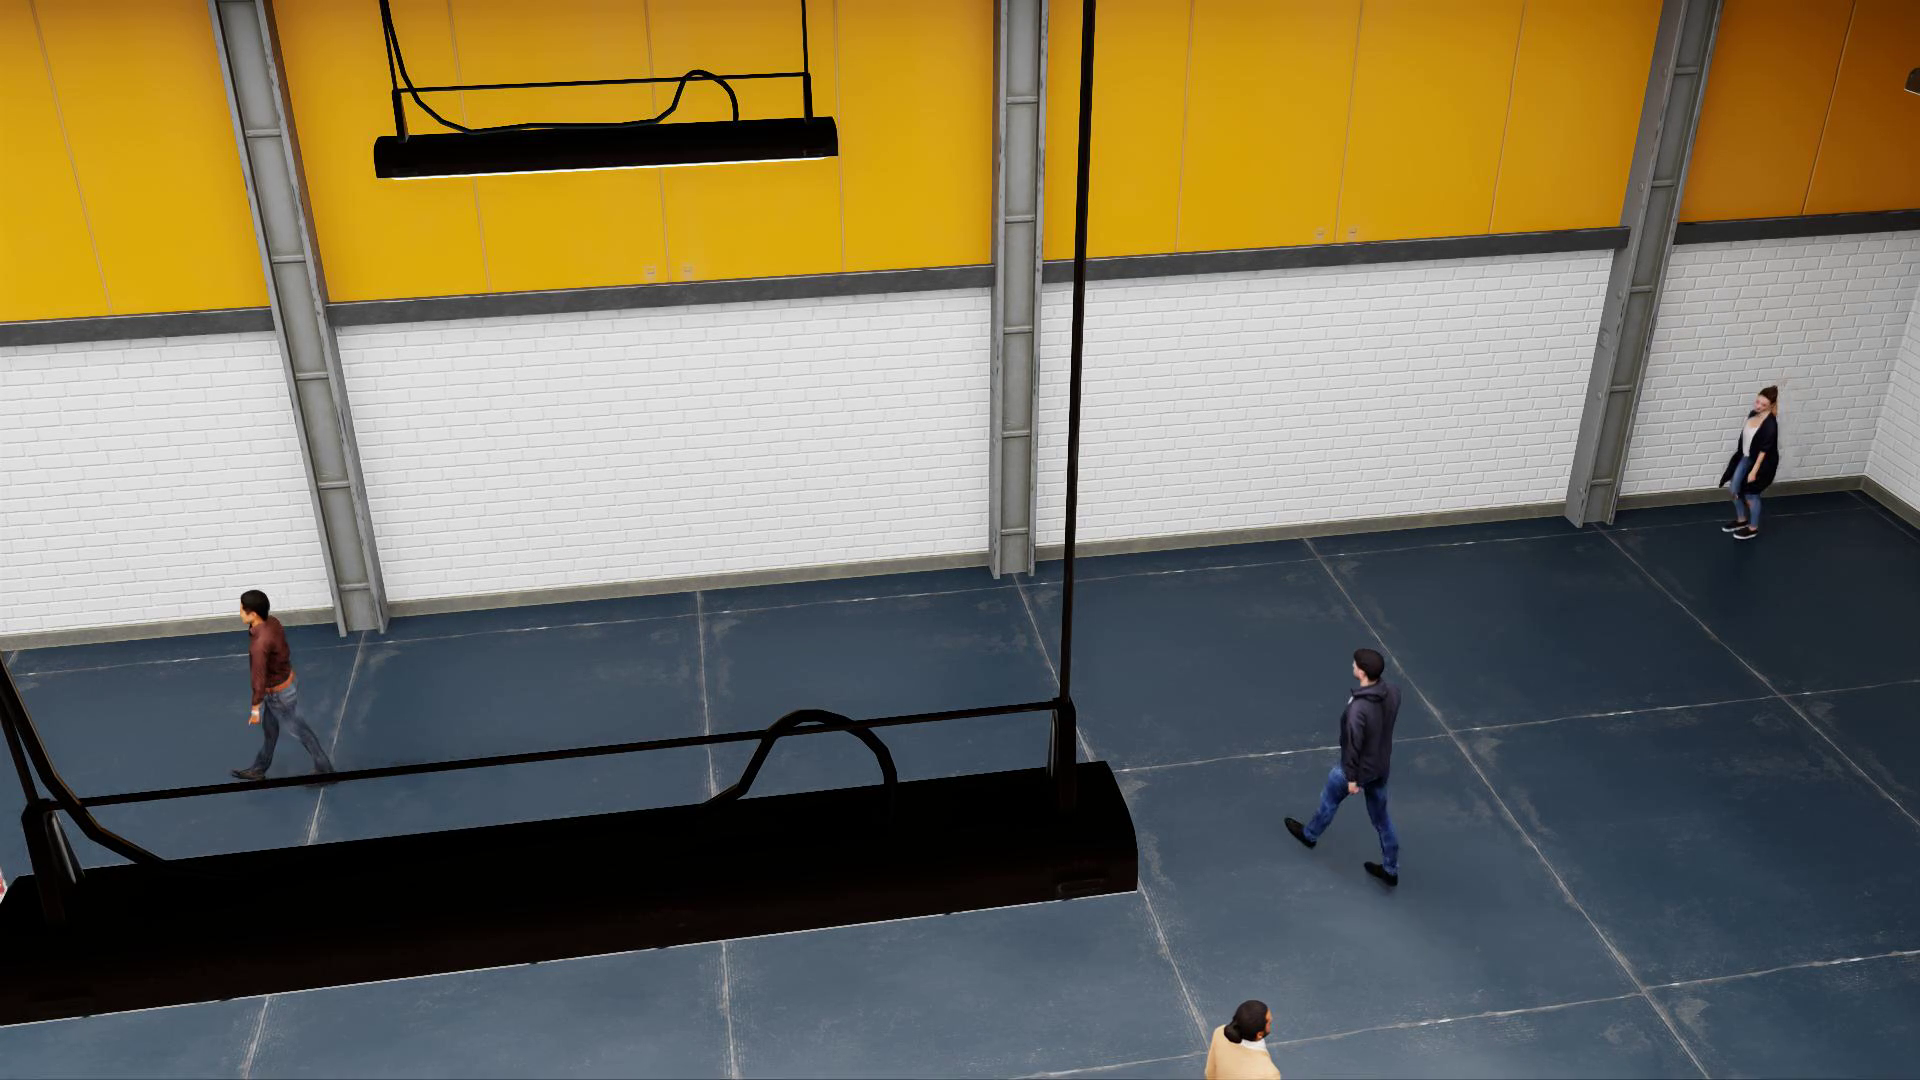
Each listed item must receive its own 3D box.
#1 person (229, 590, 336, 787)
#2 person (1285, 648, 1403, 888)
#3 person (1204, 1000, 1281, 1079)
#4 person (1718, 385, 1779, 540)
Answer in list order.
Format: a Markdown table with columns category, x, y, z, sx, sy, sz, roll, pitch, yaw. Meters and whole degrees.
| category | x | y | z | sx | sy | sz | roll | pitch | yaw |
| --- | --- | --- | --- | --- | --- | --- | --- | --- | --- |
| person | -5.059 | 1.157 | 12.610 | 1.010 | 1.749 | 0.710 | -6 | 29 | -11 |
| person | 2.906 | 1.618 | 11.666 | 1.216 | 1.844 | 1.082 | -20 | 34 | -32 |
| person | 1.505 | 3.159 | 8.935 | 0.731 | 1.754 | 0.741 | -17 | 33 | -28 |
| person | 7.777 | -0.741 | 16.186 | 0.686 | 1.657 | 0.636 | 3 | 29 | 5 |
